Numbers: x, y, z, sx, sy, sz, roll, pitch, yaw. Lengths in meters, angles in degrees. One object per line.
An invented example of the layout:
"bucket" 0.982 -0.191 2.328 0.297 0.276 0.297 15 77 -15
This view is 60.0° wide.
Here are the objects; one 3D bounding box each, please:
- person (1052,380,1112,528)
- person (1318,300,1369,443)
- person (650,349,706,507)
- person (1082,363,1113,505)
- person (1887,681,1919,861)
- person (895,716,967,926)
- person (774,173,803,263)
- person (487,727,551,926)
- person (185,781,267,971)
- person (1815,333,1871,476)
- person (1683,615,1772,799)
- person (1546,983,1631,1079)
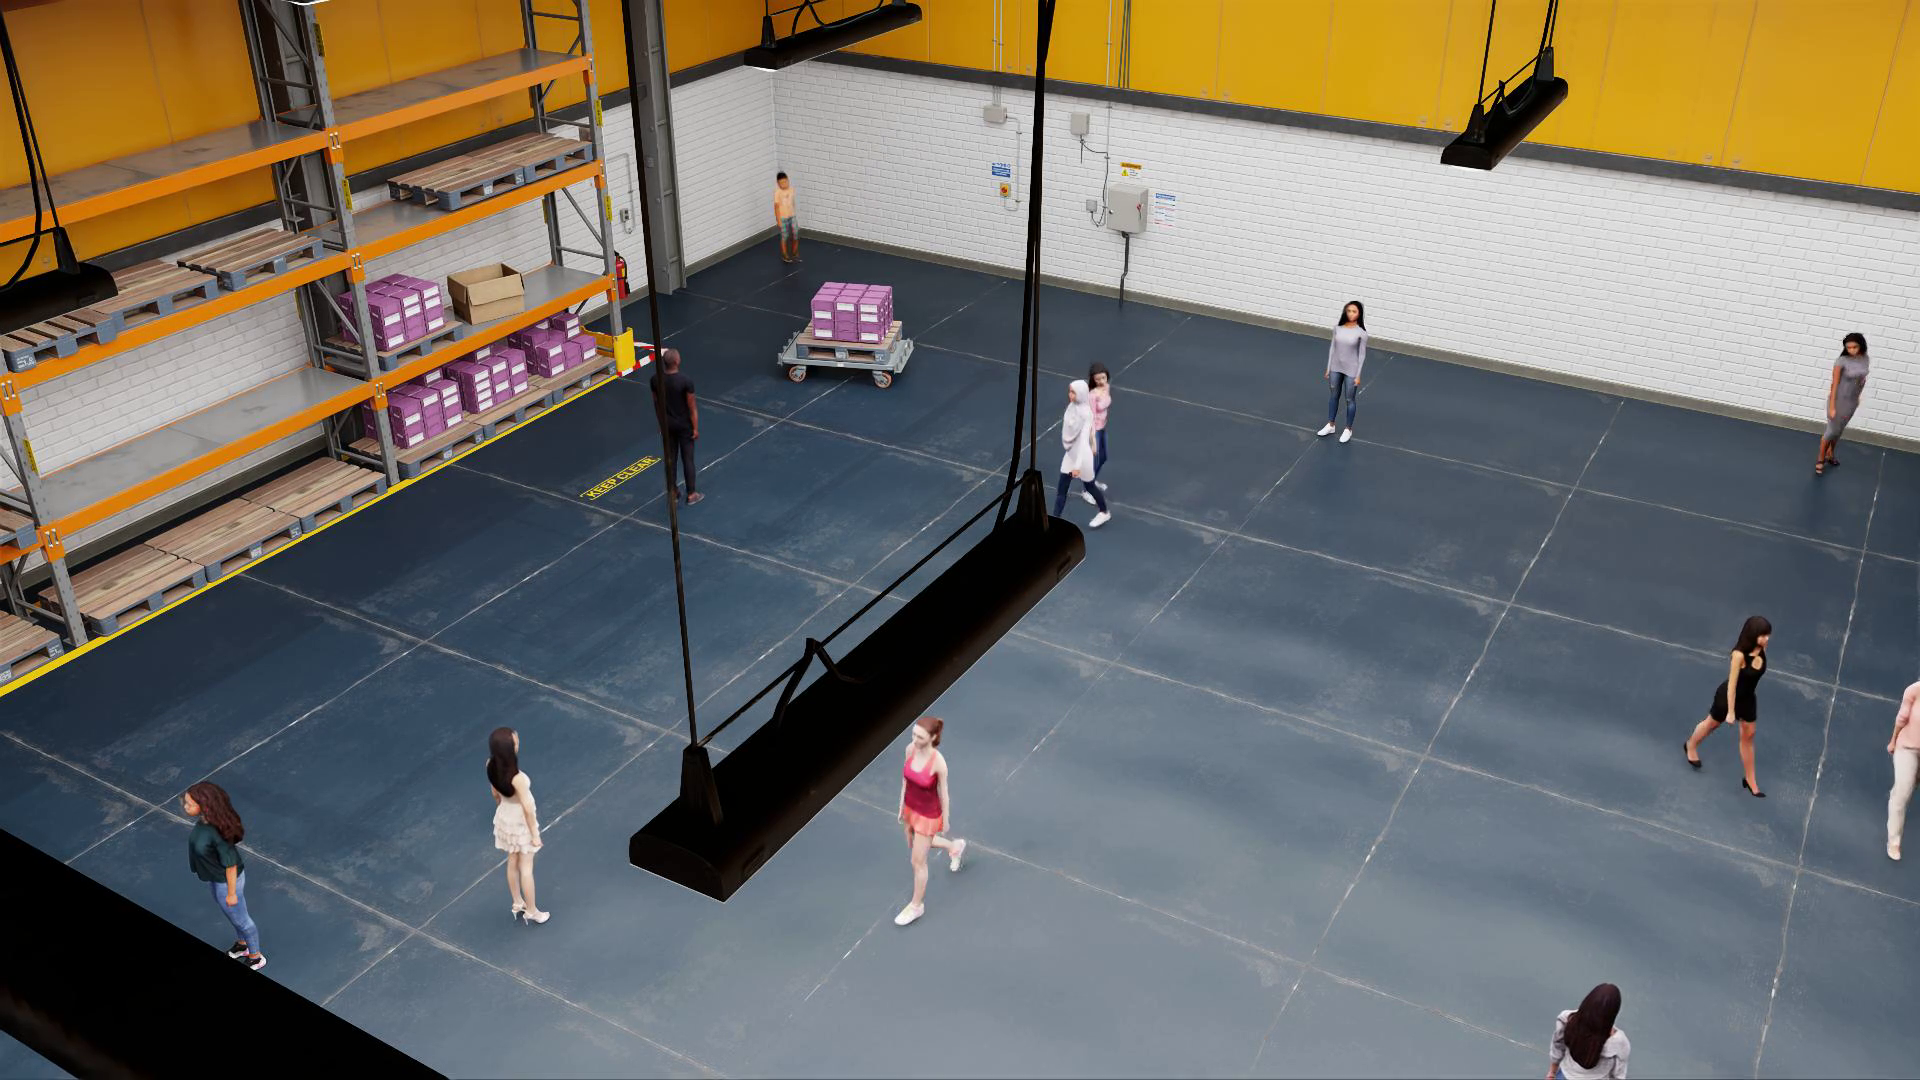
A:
"person" 1.349 -0.863 17.723 1.225 1.735 1.050 -13 31 -22
"person" 4.610 -2.033 19.868 0.645 1.734 0.582 22 36 35
"person" -3.124 -1.248 18.341 0.710 1.819 0.637 9 30 16
"person" 1.480 -1.205 18.373 0.780 1.713 0.561 10 30 18
"person" 7.630 1.620 13.222 0.733 1.686 1.159 10 30 18
"person" -0.222 2.013 12.451 1.105 1.734 0.768 -25 37 -38
"person" -2.676 -4.973 25.569 0.730 1.436 0.657 26 38 38
"person" -3.280 2.114 12.264 0.600 1.736 0.569 21 35 34
"person" -5.244 2.398 11.867 0.704 1.617 0.684 -21 35 -34
"person" 10.095 -1.574 19.004 0.793 1.755 0.862 -14 32 -24
"person" 6.381 1.315 13.871 1.068 1.600 1.019 -14 31 -24
"person" 3.780 3.350 10.106 0.631 1.632 0.558 21 35 34
